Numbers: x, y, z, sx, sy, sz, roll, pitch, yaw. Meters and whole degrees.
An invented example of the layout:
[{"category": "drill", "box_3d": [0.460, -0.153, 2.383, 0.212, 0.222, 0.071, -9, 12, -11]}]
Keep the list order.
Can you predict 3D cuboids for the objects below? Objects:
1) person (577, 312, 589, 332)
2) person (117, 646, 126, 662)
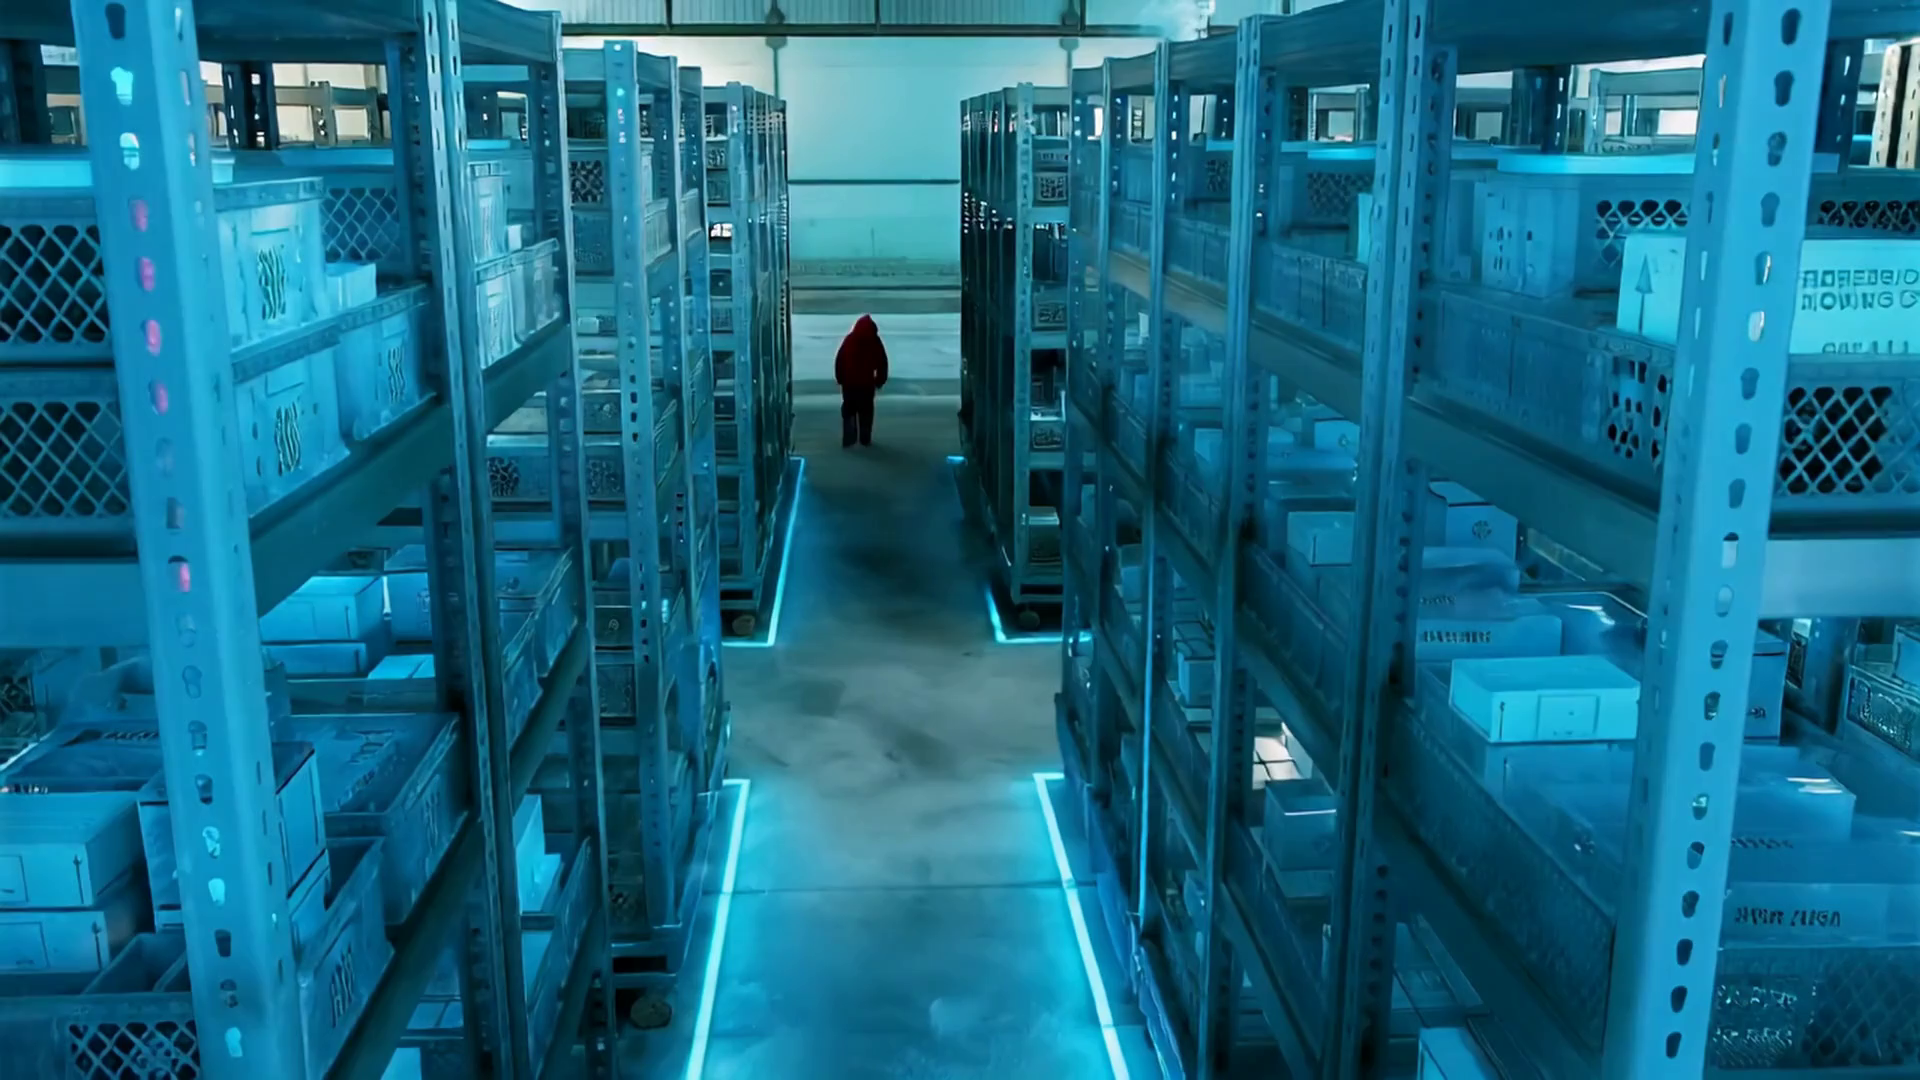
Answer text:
[{"category": "person", "box_3d": [-3.246, -1.074, 14.346, 0.572, 1.822, 0.827, -2, 14, -6]}, {"category": "person", "box_3d": [-4.472, 0.183, 9.130, 0.969, 1.878, 0.623, -4, 14, -15]}]
